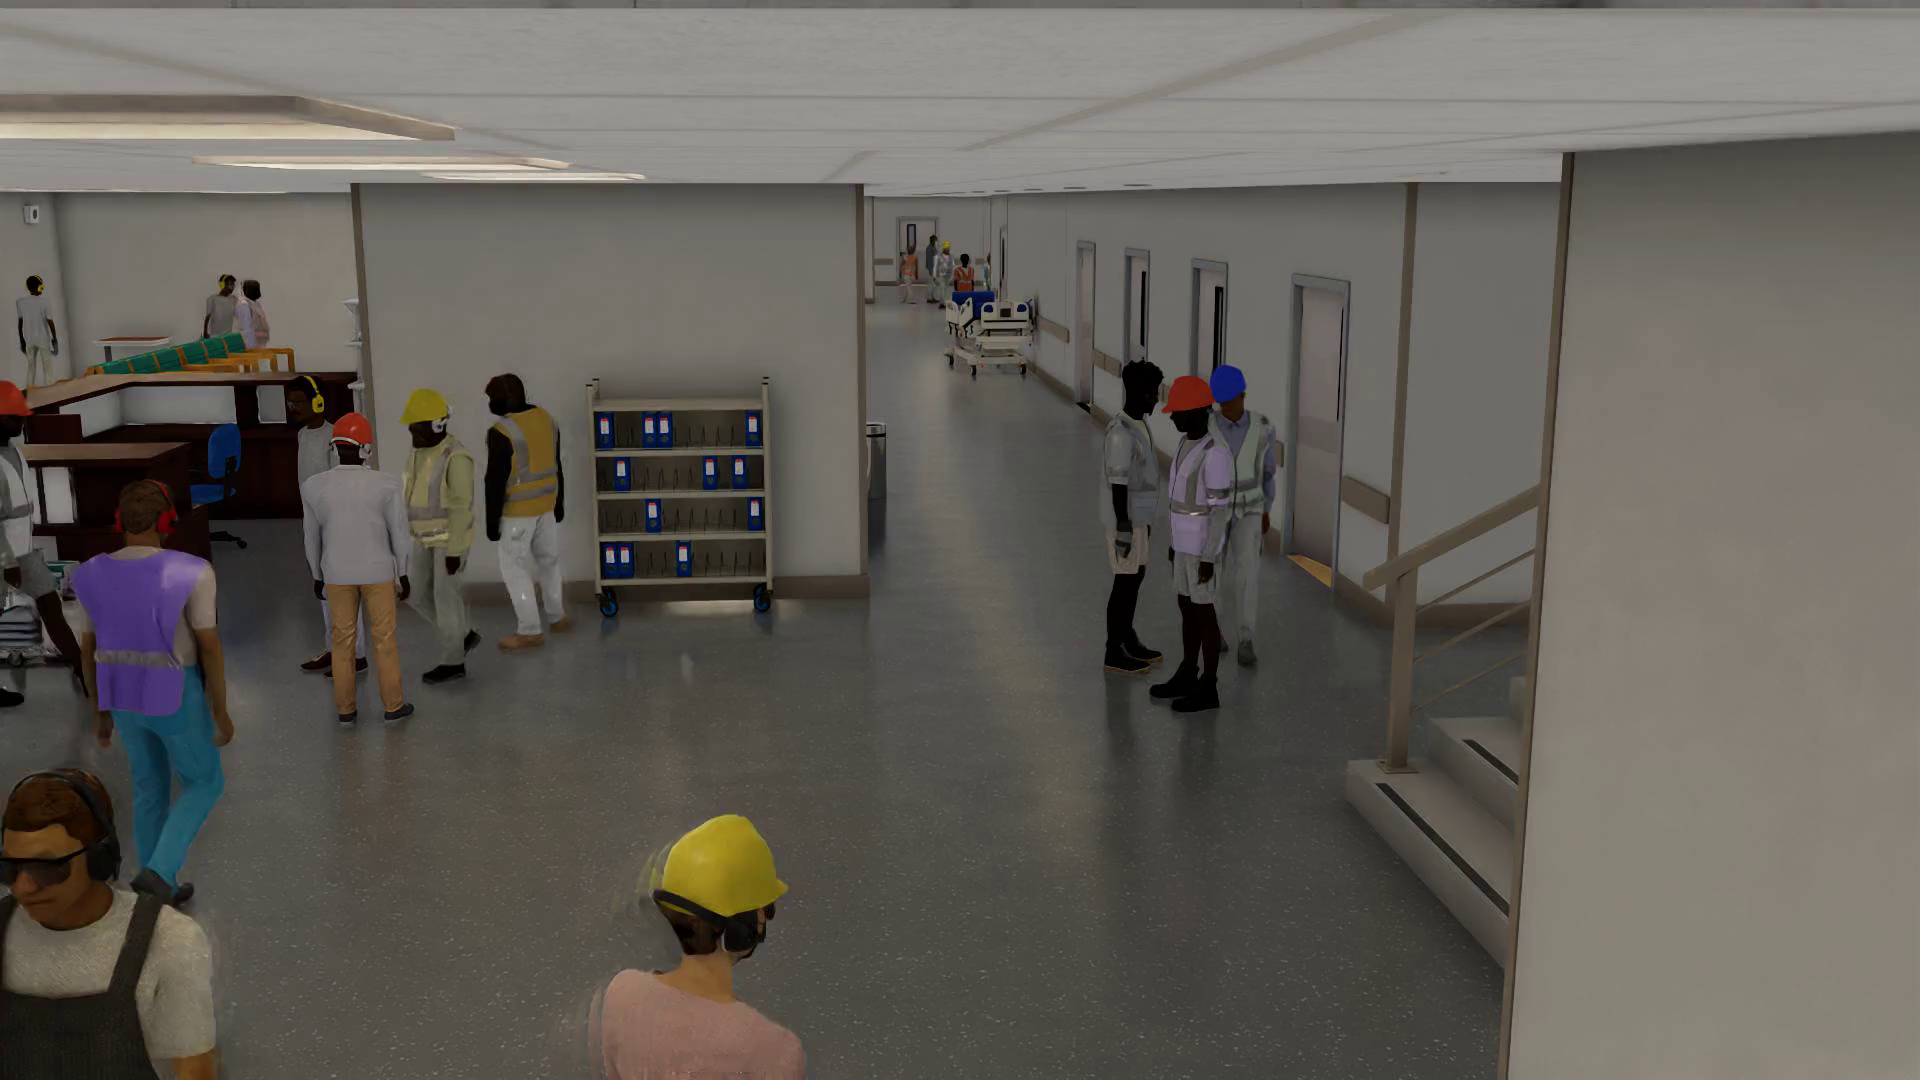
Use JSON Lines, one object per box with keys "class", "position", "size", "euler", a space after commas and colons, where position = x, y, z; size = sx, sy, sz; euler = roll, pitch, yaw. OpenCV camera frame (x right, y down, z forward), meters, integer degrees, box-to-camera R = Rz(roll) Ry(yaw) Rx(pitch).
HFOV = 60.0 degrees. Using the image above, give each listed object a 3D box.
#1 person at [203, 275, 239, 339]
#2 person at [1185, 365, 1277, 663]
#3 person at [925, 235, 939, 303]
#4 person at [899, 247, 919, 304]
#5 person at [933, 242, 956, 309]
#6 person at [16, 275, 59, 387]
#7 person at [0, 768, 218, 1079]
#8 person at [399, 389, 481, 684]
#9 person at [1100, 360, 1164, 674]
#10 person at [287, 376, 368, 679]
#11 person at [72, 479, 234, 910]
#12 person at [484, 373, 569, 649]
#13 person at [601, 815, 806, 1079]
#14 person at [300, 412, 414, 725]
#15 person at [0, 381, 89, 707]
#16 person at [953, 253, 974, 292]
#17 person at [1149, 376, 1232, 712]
{"class": "person", "position": [-10.835, -2.987, 24.503], "size": [0.918, 1.820, 0.544], "euler": [6, 13, 29]}
{"class": "person", "position": [1.698, -0.165, 10.505], "size": [0.630, 1.893, 0.834], "euler": [0, 12, 0]}
{"class": "person", "position": [-0.796, -7.694, 47.248], "size": [0.382, 1.928, 0.634], "euler": [2, 12, 9]}
{"class": "person", "position": [-1.450, -7.489, 47.061], "size": [0.497, 1.589, 0.755], "euler": [-8, 14, -33]}
{"class": "person", "position": [-0.354, -7.070, 44.501], "size": [0.601, 1.789, 0.880], "euler": [-7, 14, -32]}
{"class": "person", "position": [-12.981, -2.783, 23.422], "size": [0.519, 1.861, 0.349], "euler": [-1, 12, -3]}
{"class": "person", "position": [-1.743, 1.351, 3.282], "size": [0.550, 1.821, 0.730], "euler": [0, 12, -2]}
{"class": "person", "position": [-3.134, -0.015, 9.998], "size": [0.604, 1.807, 0.432], "euler": [11, 16, 42]}
{"class": "person", "position": [1.063, -0.141, 10.281], "size": [0.388, 1.950, 0.621], "euler": [4, 12, 17]}
{"class": "person", "position": [-3.904, -0.084, 10.224], "size": [0.510, 1.861, 0.324], "euler": [10, 15, 39]}
{"class": "person", "position": [-3.213, 0.669, 6.629], "size": [0.591, 1.817, 0.502], "euler": [1, 12, 5]}
{"class": "person", "position": [-2.829, -0.214, 11.004], "size": [0.429, 1.812, 0.837], "euler": [5, 13, 25]}
{"class": "person", "position": [-0.490, 1.397, 3.247], "size": [0.540, 1.750, 0.418], "euler": [7, 14, 32]}
{"class": "person", "position": [-3.336, 0.164, 9.262], "size": [0.568, 1.751, 0.329], "euler": [-1, 12, -6]}
{"class": "person", "position": [-5.320, 0.044, 9.498], "size": [0.949, 1.891, 0.575], "euler": [-1, 12, -3]}
{"class": "person", "position": [0.096, -5.709, 38.100], "size": [0.540, 1.696, 0.317], "euler": [-6, 13, -27]}
{"class": "person", "position": [1.323, 0.023, 9.521], "size": [0.375, 1.930, 0.542], "euler": [-3, 12, -15]}
